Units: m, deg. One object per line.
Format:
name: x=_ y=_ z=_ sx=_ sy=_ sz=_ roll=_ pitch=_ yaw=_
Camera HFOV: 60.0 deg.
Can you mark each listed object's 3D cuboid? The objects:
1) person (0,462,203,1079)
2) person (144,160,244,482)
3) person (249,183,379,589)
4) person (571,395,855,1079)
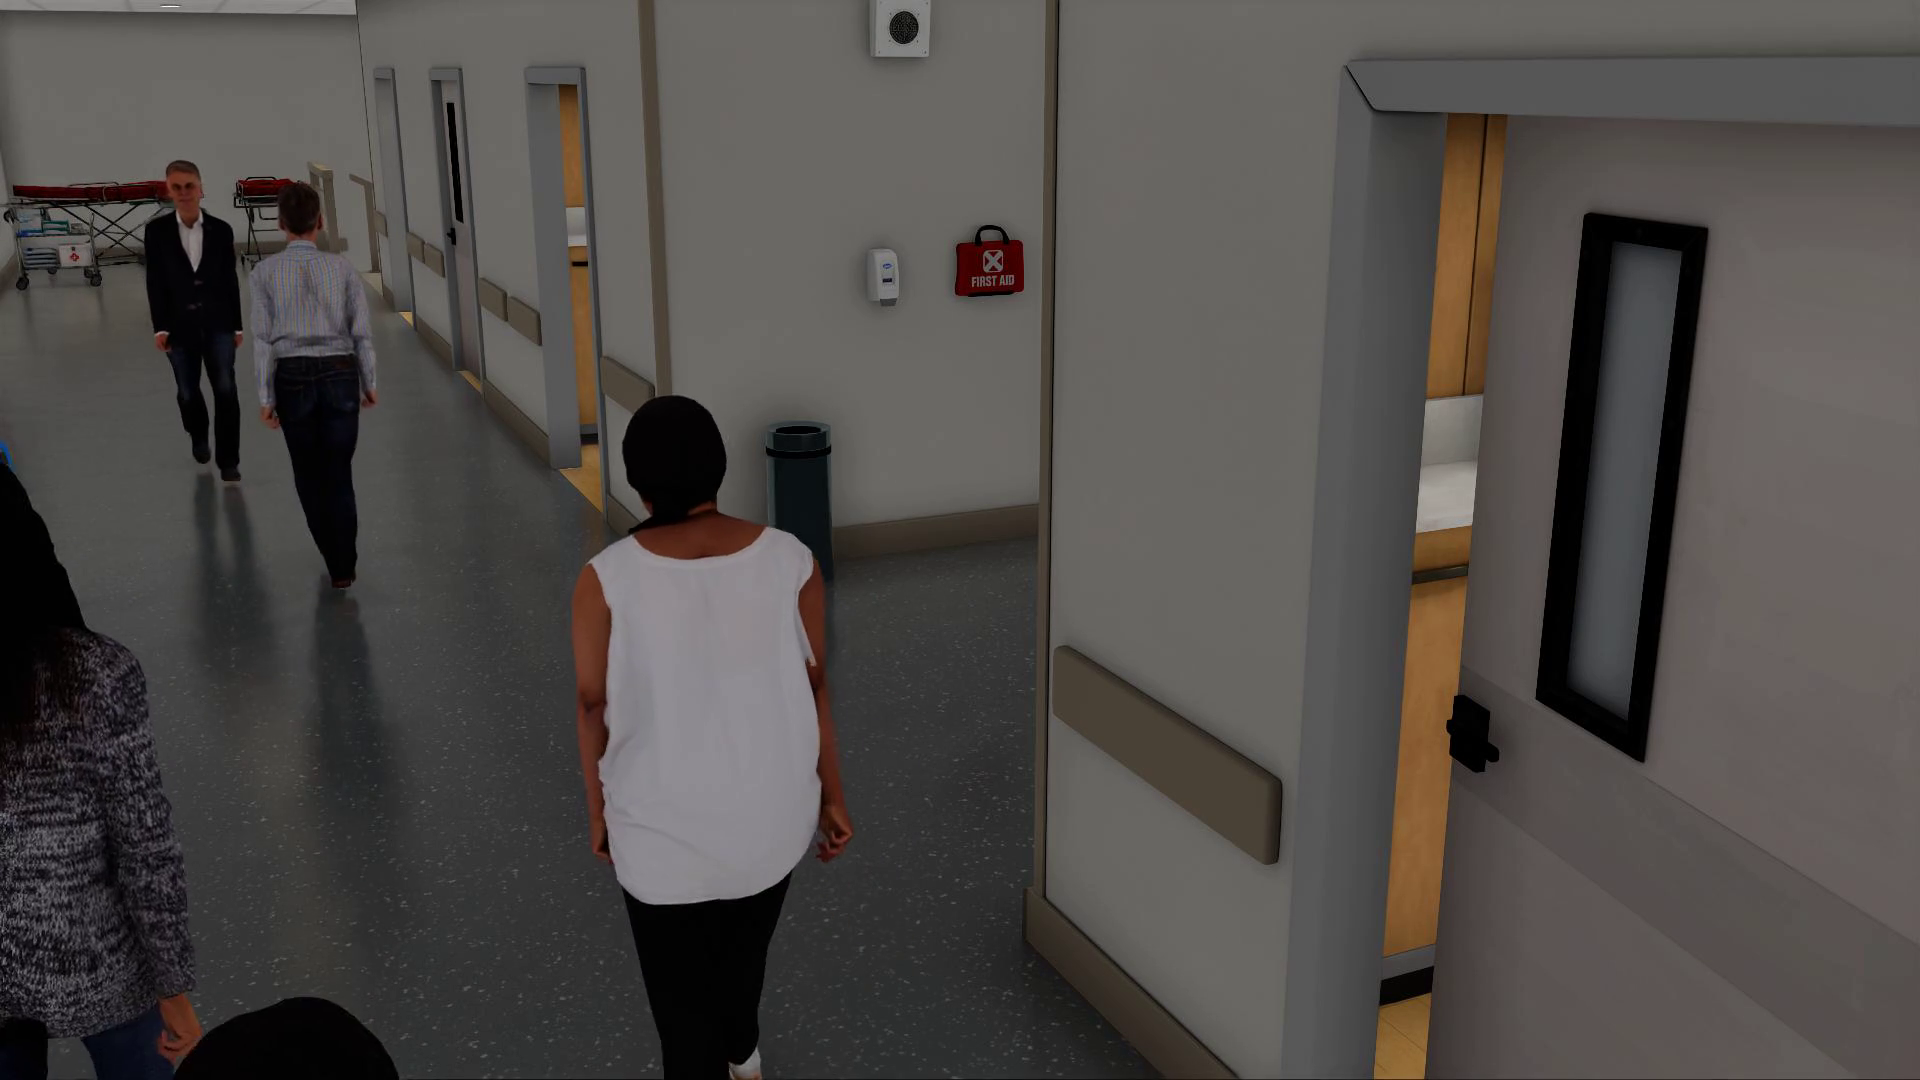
person: x=-1.480 y=0.762 z=2.625 sx=0.717 sy=1.677 sz=1.200 roll=-5 pitch=17 yaw=-18
person: x=-4.405 y=-1.255 z=9.580 sx=0.646 sy=1.784 sz=1.144 roll=-6 pitch=17 yaw=-22
person: x=-2.875 y=-0.647 z=7.448 sx=0.745 sy=1.771 sz=1.199 roll=-6 pitch=17 yaw=-19
person: x=-0.496 y=0.576 z=3.336 sx=0.742 sy=1.649 sz=1.119 roll=-5 pitch=16 yaw=-16
